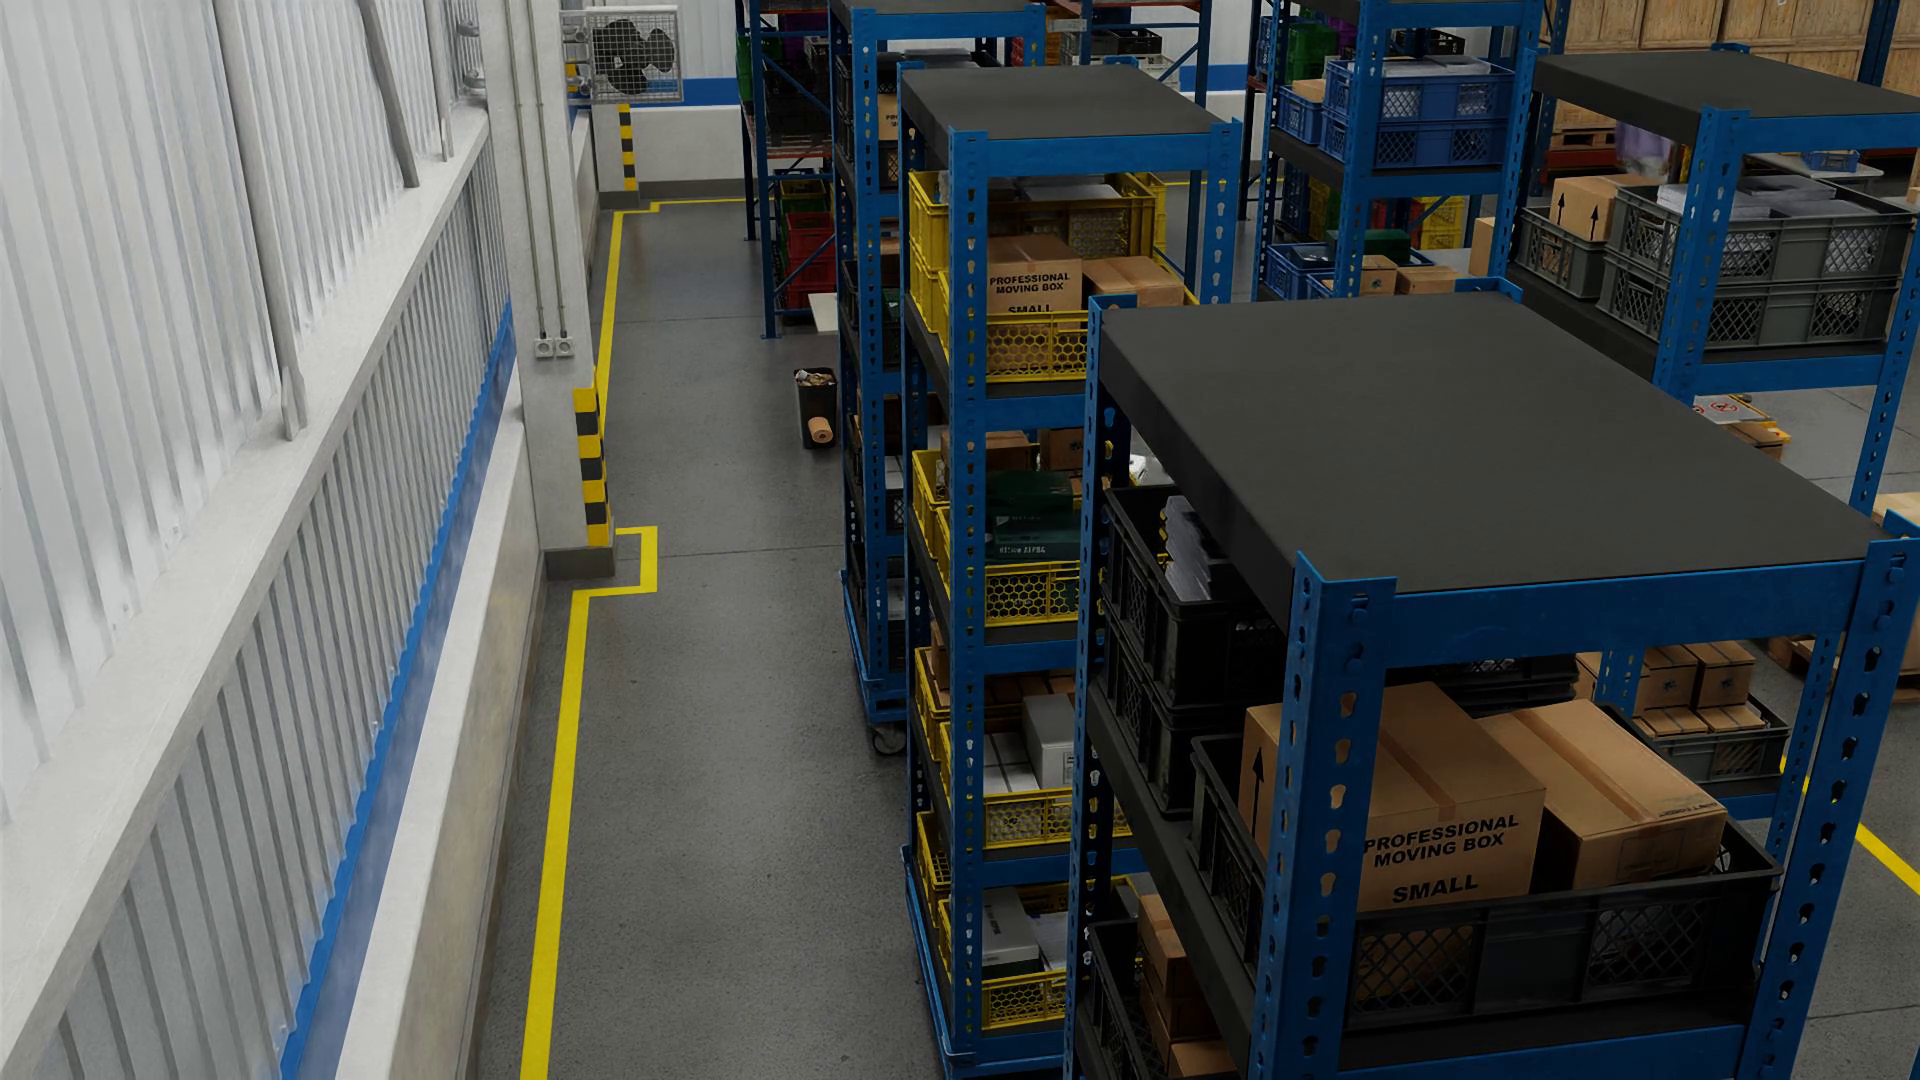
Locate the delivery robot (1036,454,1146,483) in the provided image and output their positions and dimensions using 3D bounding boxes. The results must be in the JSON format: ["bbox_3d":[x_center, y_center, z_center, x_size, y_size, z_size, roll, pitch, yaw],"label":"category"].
[{"bbox_3d":[0.835,-0.444,10.785,0.707,0.478,0.477,8,26,17],"label":"delivery robot"}]

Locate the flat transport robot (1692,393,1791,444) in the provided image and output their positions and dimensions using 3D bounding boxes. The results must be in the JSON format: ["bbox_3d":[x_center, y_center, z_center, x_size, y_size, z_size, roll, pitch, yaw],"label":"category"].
[{"bbox_3d":[5.224,-0.859,12.132,1.431,0.197,0.652,-4,25,-8],"label":"flat transport robot"}]

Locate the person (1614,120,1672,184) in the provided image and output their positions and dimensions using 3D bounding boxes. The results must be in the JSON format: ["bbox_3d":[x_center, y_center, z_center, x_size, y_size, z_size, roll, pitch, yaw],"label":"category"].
[{"bbox_3d":[6.852,-3.861,16.740,0.364,1.884,0.721,-17,30,-33],"label":"person"}]

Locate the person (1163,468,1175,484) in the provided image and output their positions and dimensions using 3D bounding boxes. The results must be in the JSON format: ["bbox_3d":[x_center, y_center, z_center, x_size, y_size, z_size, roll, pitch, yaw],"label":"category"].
[{"bbox_3d":[1.411,-0.456,9.645,0.513,1.629,0.316,5,25,12],"label":"person"}]
